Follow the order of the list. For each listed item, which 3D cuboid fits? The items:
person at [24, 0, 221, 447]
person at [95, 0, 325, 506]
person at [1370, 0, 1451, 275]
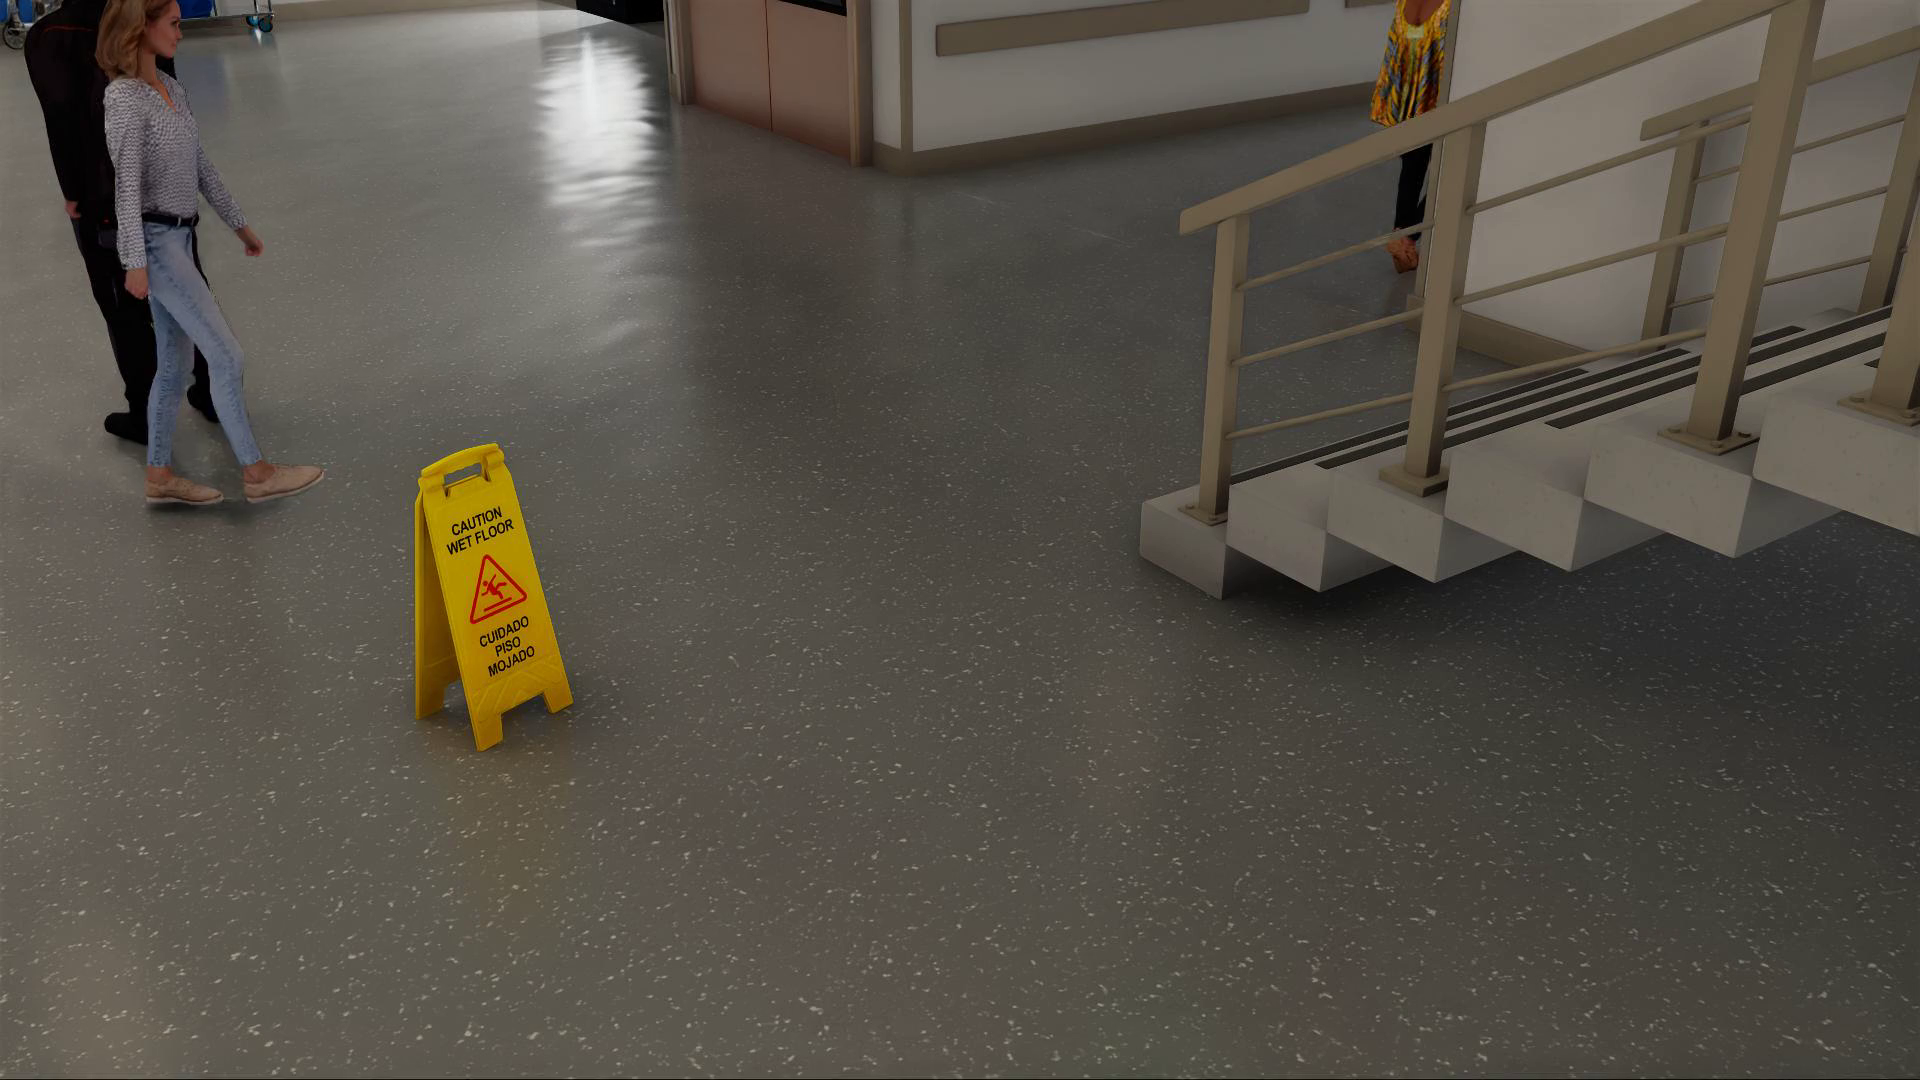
[{"bbox_3d":[-3.104,-1.313,6.199,0.726,1.915,0.764,16,30,30],"label":"person"},{"bbox_3d":[-2.763,-0.945,5.619,0.915,1.755,0.910,-1,26,-3],"label":"person"},{"bbox_3d":[2.234,-2.081,8.104,0.748,1.643,0.652,-16,30,-30],"label":"person"}]
